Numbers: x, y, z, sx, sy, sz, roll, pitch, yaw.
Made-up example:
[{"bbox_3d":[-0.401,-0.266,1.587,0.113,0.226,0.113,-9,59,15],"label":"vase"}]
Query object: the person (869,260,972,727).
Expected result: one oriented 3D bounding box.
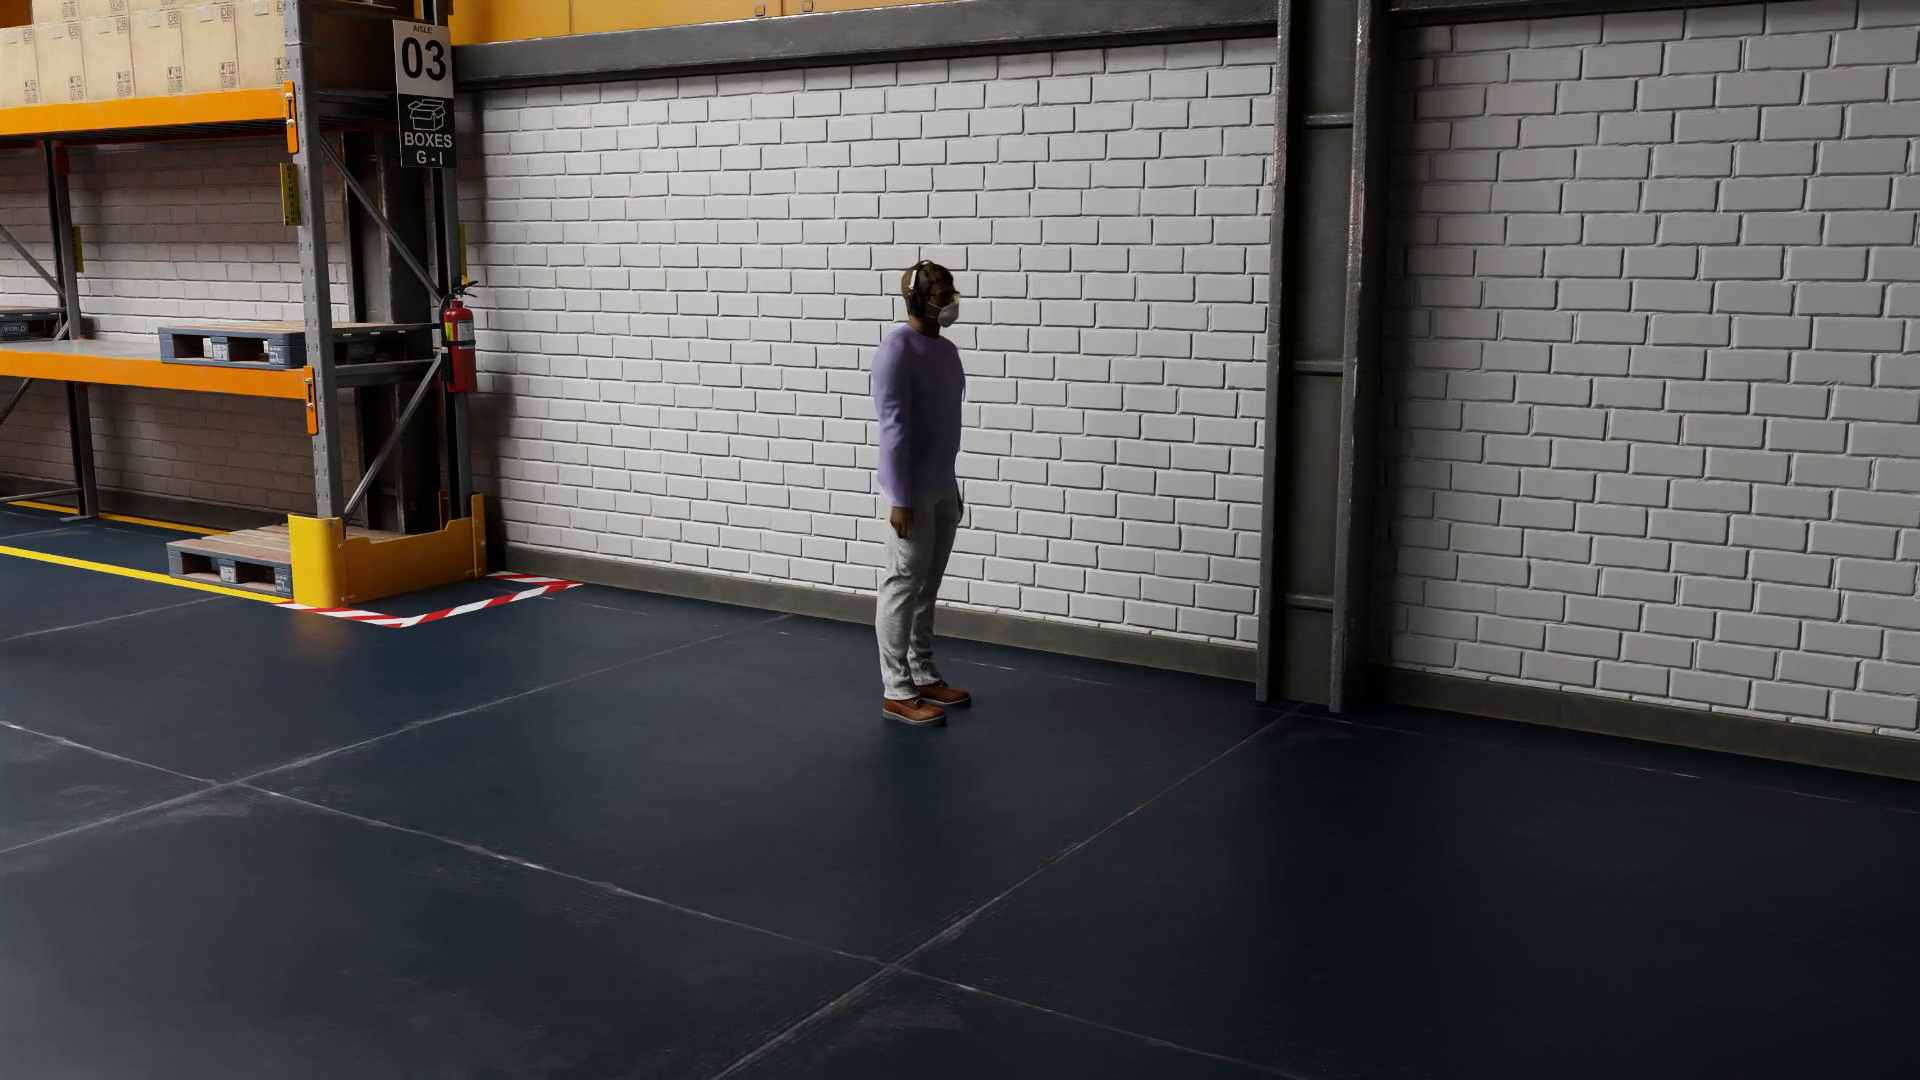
[{"bbox_3d":[-0.156,-0.203,7.040,0.373,1.941,0.627,4,11,23],"label":"person"}]
